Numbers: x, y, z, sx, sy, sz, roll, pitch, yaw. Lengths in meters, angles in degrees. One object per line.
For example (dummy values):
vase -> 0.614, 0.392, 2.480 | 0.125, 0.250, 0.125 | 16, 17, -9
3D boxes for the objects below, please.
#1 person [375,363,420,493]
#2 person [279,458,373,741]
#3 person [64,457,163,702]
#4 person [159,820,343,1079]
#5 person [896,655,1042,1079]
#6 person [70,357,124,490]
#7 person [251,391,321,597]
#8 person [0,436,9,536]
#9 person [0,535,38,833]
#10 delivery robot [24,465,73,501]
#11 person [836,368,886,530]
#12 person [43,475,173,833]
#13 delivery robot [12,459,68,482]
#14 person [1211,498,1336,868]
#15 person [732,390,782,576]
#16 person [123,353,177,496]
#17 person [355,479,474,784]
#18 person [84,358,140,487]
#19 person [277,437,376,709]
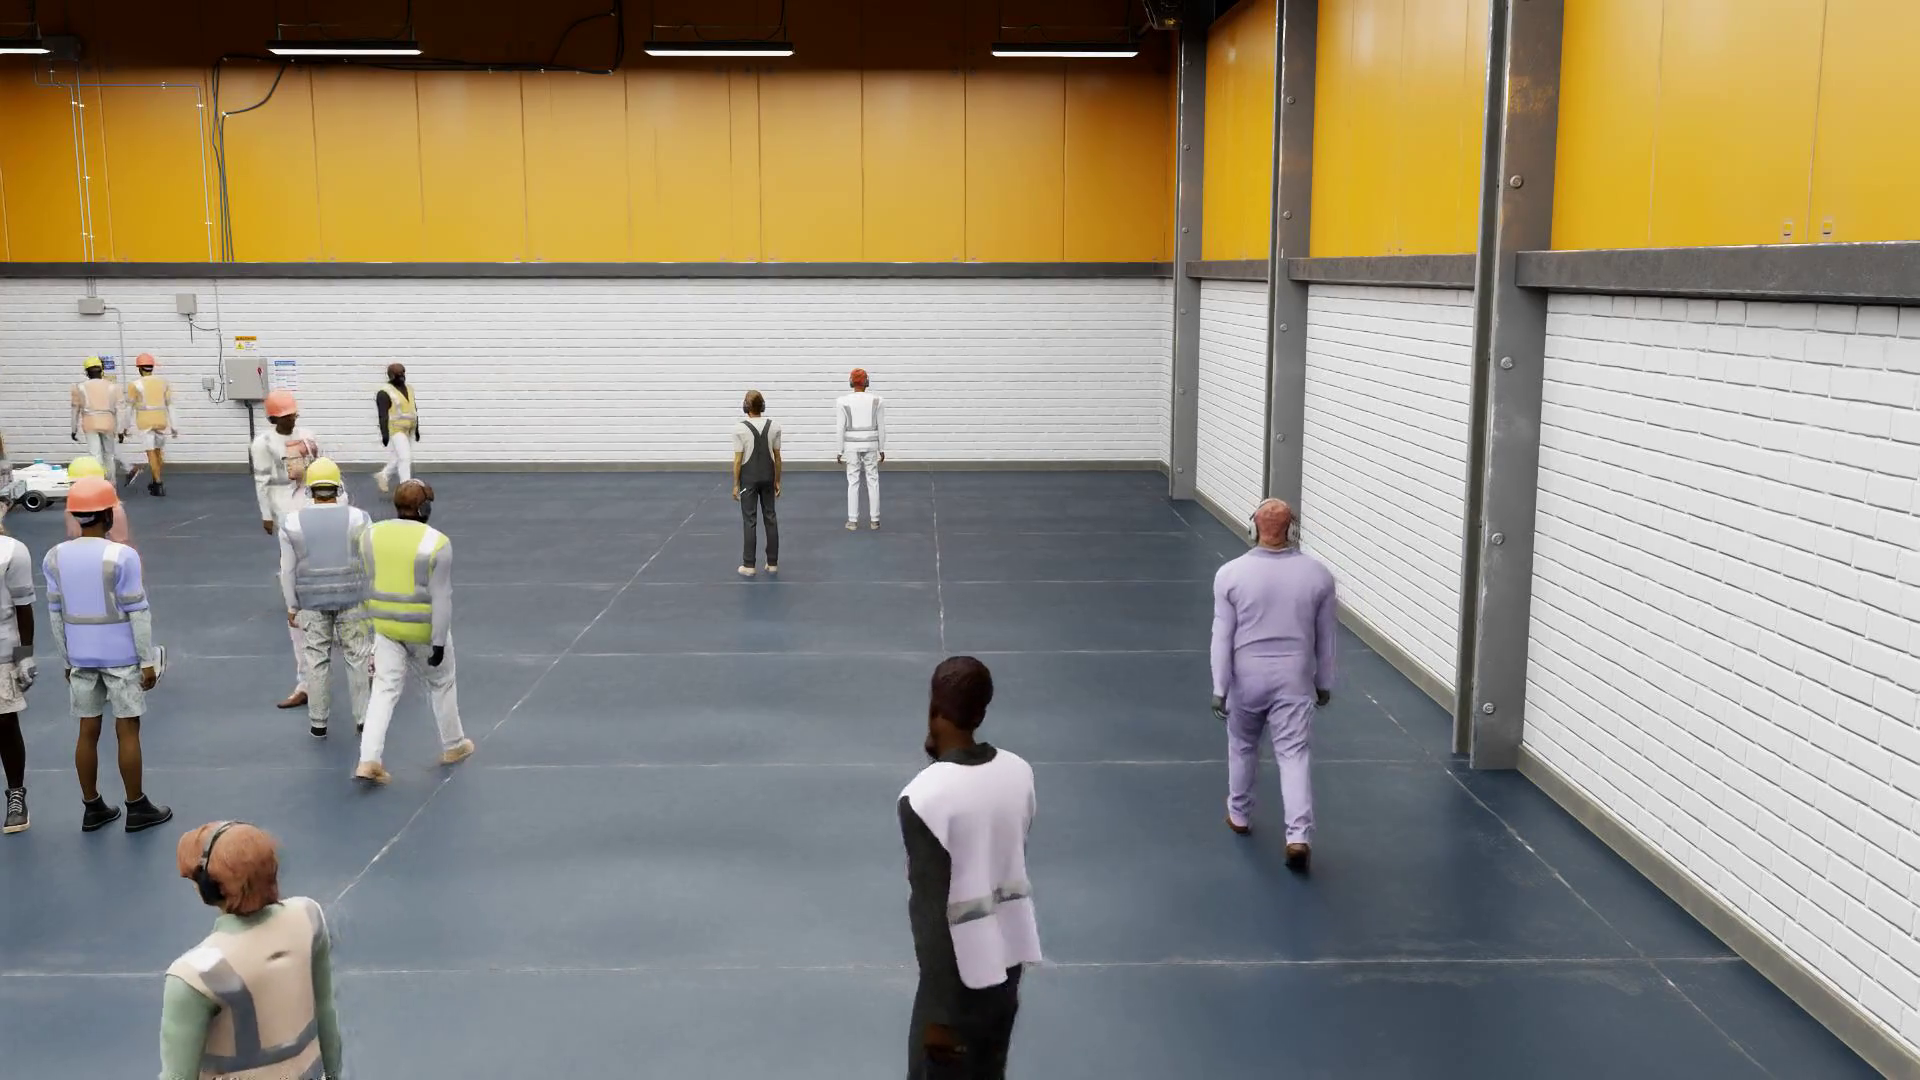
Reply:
person -> -7.454, -1.444, 21.971 | 0.729, 1.814, 0.622 | 3, 10, 17
person -> -4.044, 0.383, 10.721 | 0.590, 1.830, 0.403 | -3, 10, -17
person -> -5.952, 0.274, 11.621 | 0.531, 1.746, 0.606 | 3, 10, 20
person -> -1.856, 1.518, 4.358 | 0.372, 1.623, 0.544 | 3, 10, 19
person -> 0.033, 1.294, 5.005 | 0.443, 1.872, 0.637 | 7, 12, 36
person -> -11.386, -1.471, 21.945 | 0.613, 1.867, 0.943 | -6, 11, -33
person -> -5.833, -0.313, 14.476 | 0.686, 1.995, 0.710 | 5, 11, 28
person -> -10.876, -0.878, 18.402 | 0.532, 1.842, 0.544 | -1, 9, -6
person -> -5.276, 0.615, 8.903 | 0.602, 1.958, 0.381 | -2, 10, -14
delivery robot -> -11.382, -0.702, 20.989 | 0.707, 0.478, 0.477 | -2, 9, -14
person -> -1.151, -1.054, 19.373 | 0.572, 1.883, 0.354 | -2, 9, -9
person -> -4.593, 0.616, 8.953 | 0.545, 1.942, 0.349 | 1, 9, 6
delivery robot -> -11.989, -0.816, 21.672 | 0.707, 0.478, 0.477 | -1, 10, -7
person -> 1.620, 0.716, 8.587 | 0.660, 1.867, 0.968 | 0, 9, -1
person -> -2.013, -0.563, 16.476 | 0.508, 1.847, 0.345 | -5, 10, -27
person -> -10.914, -1.548, 22.346 | 0.831, 1.902, 0.567 | 7, 12, 37
person -> -3.289, 0.533, 9.911 | 0.622, 1.800, 0.955 | 2, 9, 11
person -> -11.564, -1.559, 22.599 | 0.585, 1.847, 0.517 | -7, 12, -36
person -> -4.436, 0.212, 11.578 | 0.648, 1.888, 0.651 | 7, 12, 38
